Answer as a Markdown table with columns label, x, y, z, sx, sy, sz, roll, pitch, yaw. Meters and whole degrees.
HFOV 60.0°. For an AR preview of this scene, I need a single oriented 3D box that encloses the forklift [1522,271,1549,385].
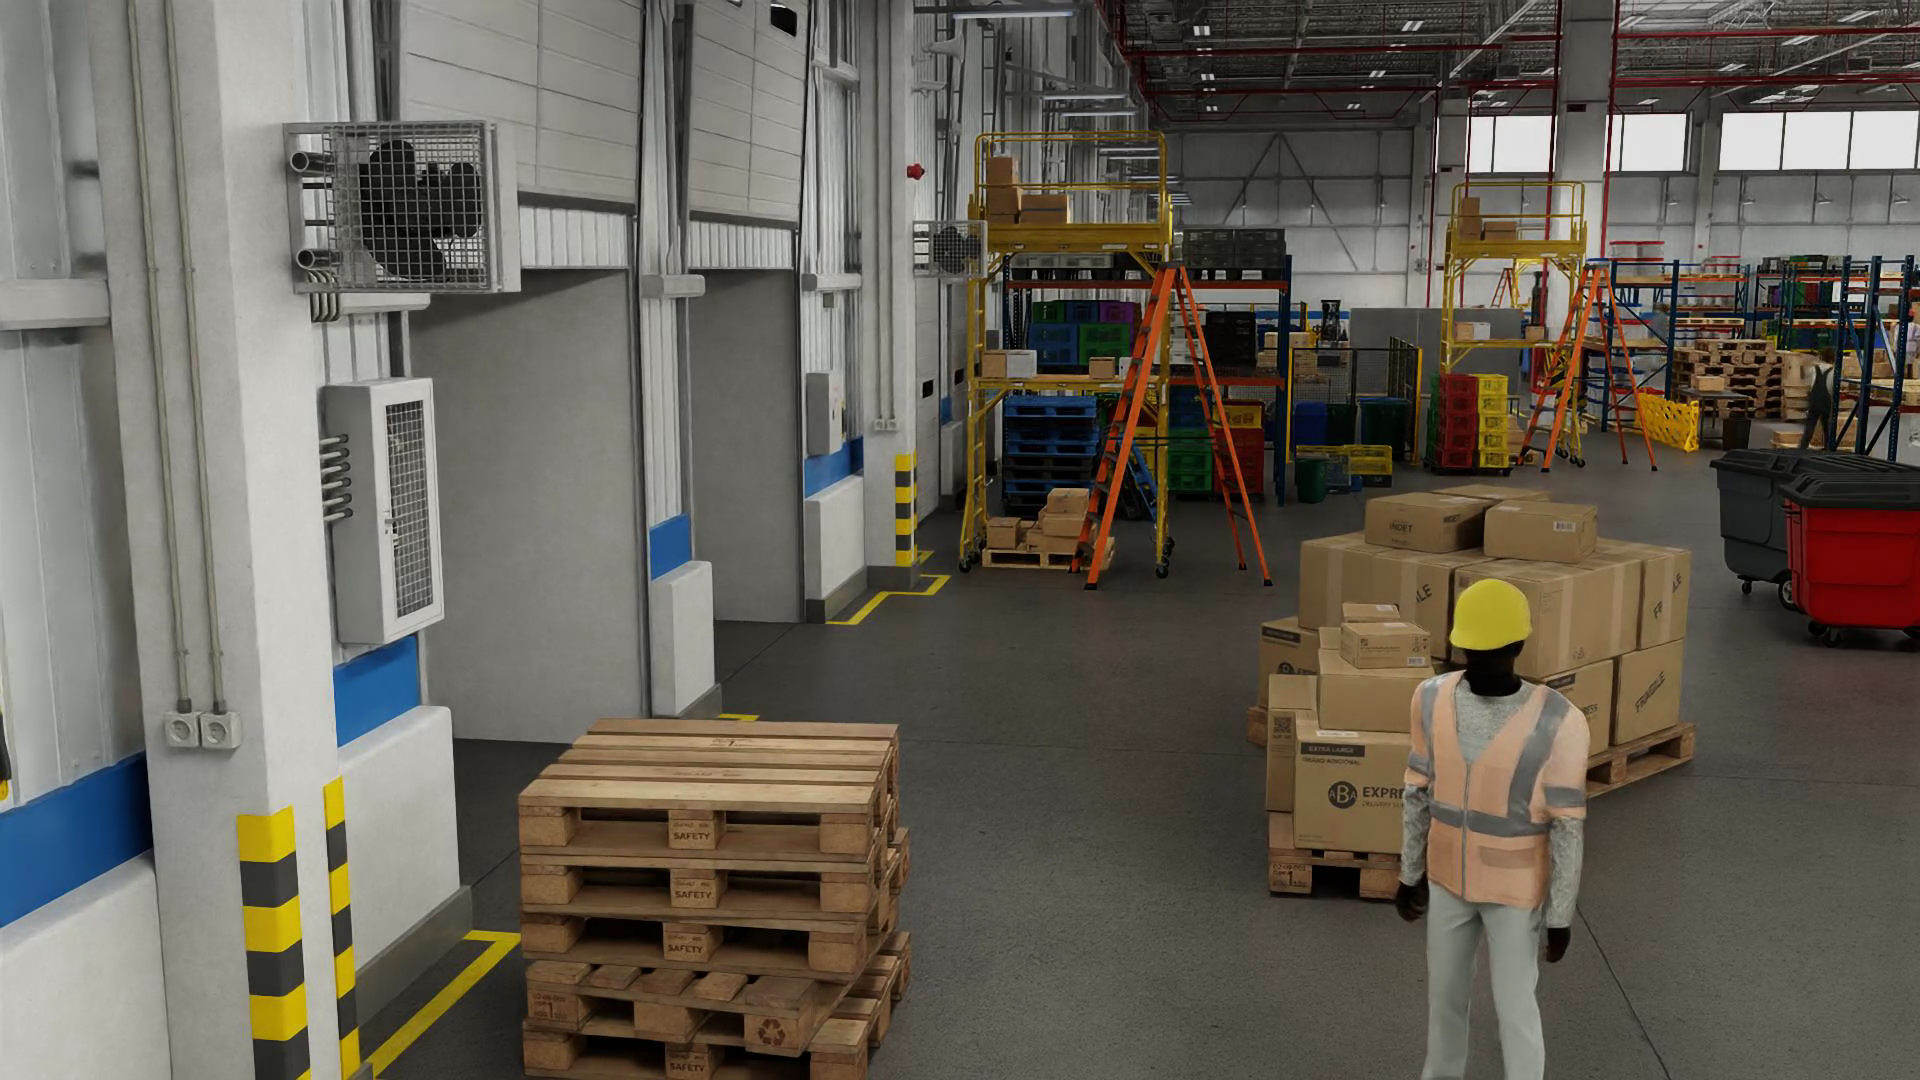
| label | x | y | z | sx | sy | sz | roll | pitch | yaw |
| --- | --- | --- | --- | --- | --- | --- | --- | --- | --- |
| forklift | 14.634 | -5.248 | 41.133 | 1.129 | 2.768 | 1.873 | 2 | 9 | 11 |

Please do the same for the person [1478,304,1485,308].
| label | x | y | z | sx | sy | sz | roll | pitch | yaw |
| --- | --- | --- | --- | --- | --- | --- | --- | --- | --- |
| person | 15.000 | -5.877 | 48.112 | 0.595 | 1.872 | 0.519 | -4 | 10 | -24 |

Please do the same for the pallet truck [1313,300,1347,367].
| label | x | y | z | sx | sy | sz | roll | pitch | yaw |
| --- | --- | --- | --- | --- | --- | --- | --- | --- | --- |
| pallet truck | 11.159 | -6.200 | 49.718 | 0.823 | 1.965 | 1.885 | 4 | 10 | 26 |

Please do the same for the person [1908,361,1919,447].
| label | x | y | z | sx | sy | sz | roll | pitch | yaw |
| --- | --- | --- | --- | --- | --- | --- | --- | --- | --- |
| person | 15.646 | -2.364 | 26.874 | 0.486 | 1.738 | 0.320 | -4 | 10 | -25 |

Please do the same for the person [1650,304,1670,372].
| label | x | y | z | sx | sy | sz | roll | pitch | yaw |
| --- | --- | --- | --- | --- | --- | --- | --- | --- | --- |
| person | 19.758 | -5.653 | 46.595 | 0.798 | 1.911 | 0.663 | -1 | 9 | -4 |

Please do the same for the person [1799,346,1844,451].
| label | x | y | z | sx | sy | sz | roll | pitch | yaw |
| --- | --- | --- | --- | --- | --- | --- | --- | --- | --- |
| person | 12.198 | -1.849 | 23.563 | 0.994 | 1.795 | 0.515 | -8 | 12 | -41 |

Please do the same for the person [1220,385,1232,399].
| label | x | y | z | sx | sy | sz | roll | pitch | yaw |
| --- | --- | --- | --- | --- | --- | --- | --- | --- | --- |
| person | 5.620 | -3.605 | 34.845 | 0.315 | 1.634 | 0.517 | -3 | 10 | -16 |

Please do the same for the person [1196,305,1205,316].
| label | x | y | z | sx | sy | sz | roll | pitch | yaw |
| --- | --- | --- | --- | --- | --- | --- | --- | --- | --- |
| person | 6.407 | -5.330 | 44.577 | 0.544 | 1.929 | 0.386 | -8 | 12 | -41 |

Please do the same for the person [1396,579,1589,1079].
| label | x | y | z | sx | sy | sz | roll | pitch | yaw |
| --- | --- | --- | --- | --- | --- | --- | --- | --- | --- |
| person | 1.634 | 1.060 | 5.197 | 0.397 | 1.918 | 0.589 | -9 | 13 | -42 |

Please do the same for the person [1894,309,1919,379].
| label | x | y | z | sx | sy | sz | roll | pitch | yaw |
| --- | --- | --- | --- | --- | --- | --- | --- | --- | --- |
| person | 22.571 | -4.534 | 39.641 | 0.551 | 1.932 | 0.378 | 7 | 12 | 37 |

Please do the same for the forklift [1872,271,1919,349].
| label | x | y | z | sx | sy | sz | roll | pitch | yaw |
| --- | --- | --- | --- | --- | --- | --- | --- | --- | --- |
| forklift | 27.108 | -6.283 | 47.516 | 1.873 | 2.768 | 1.129 | 5 | 11 | 31 |
